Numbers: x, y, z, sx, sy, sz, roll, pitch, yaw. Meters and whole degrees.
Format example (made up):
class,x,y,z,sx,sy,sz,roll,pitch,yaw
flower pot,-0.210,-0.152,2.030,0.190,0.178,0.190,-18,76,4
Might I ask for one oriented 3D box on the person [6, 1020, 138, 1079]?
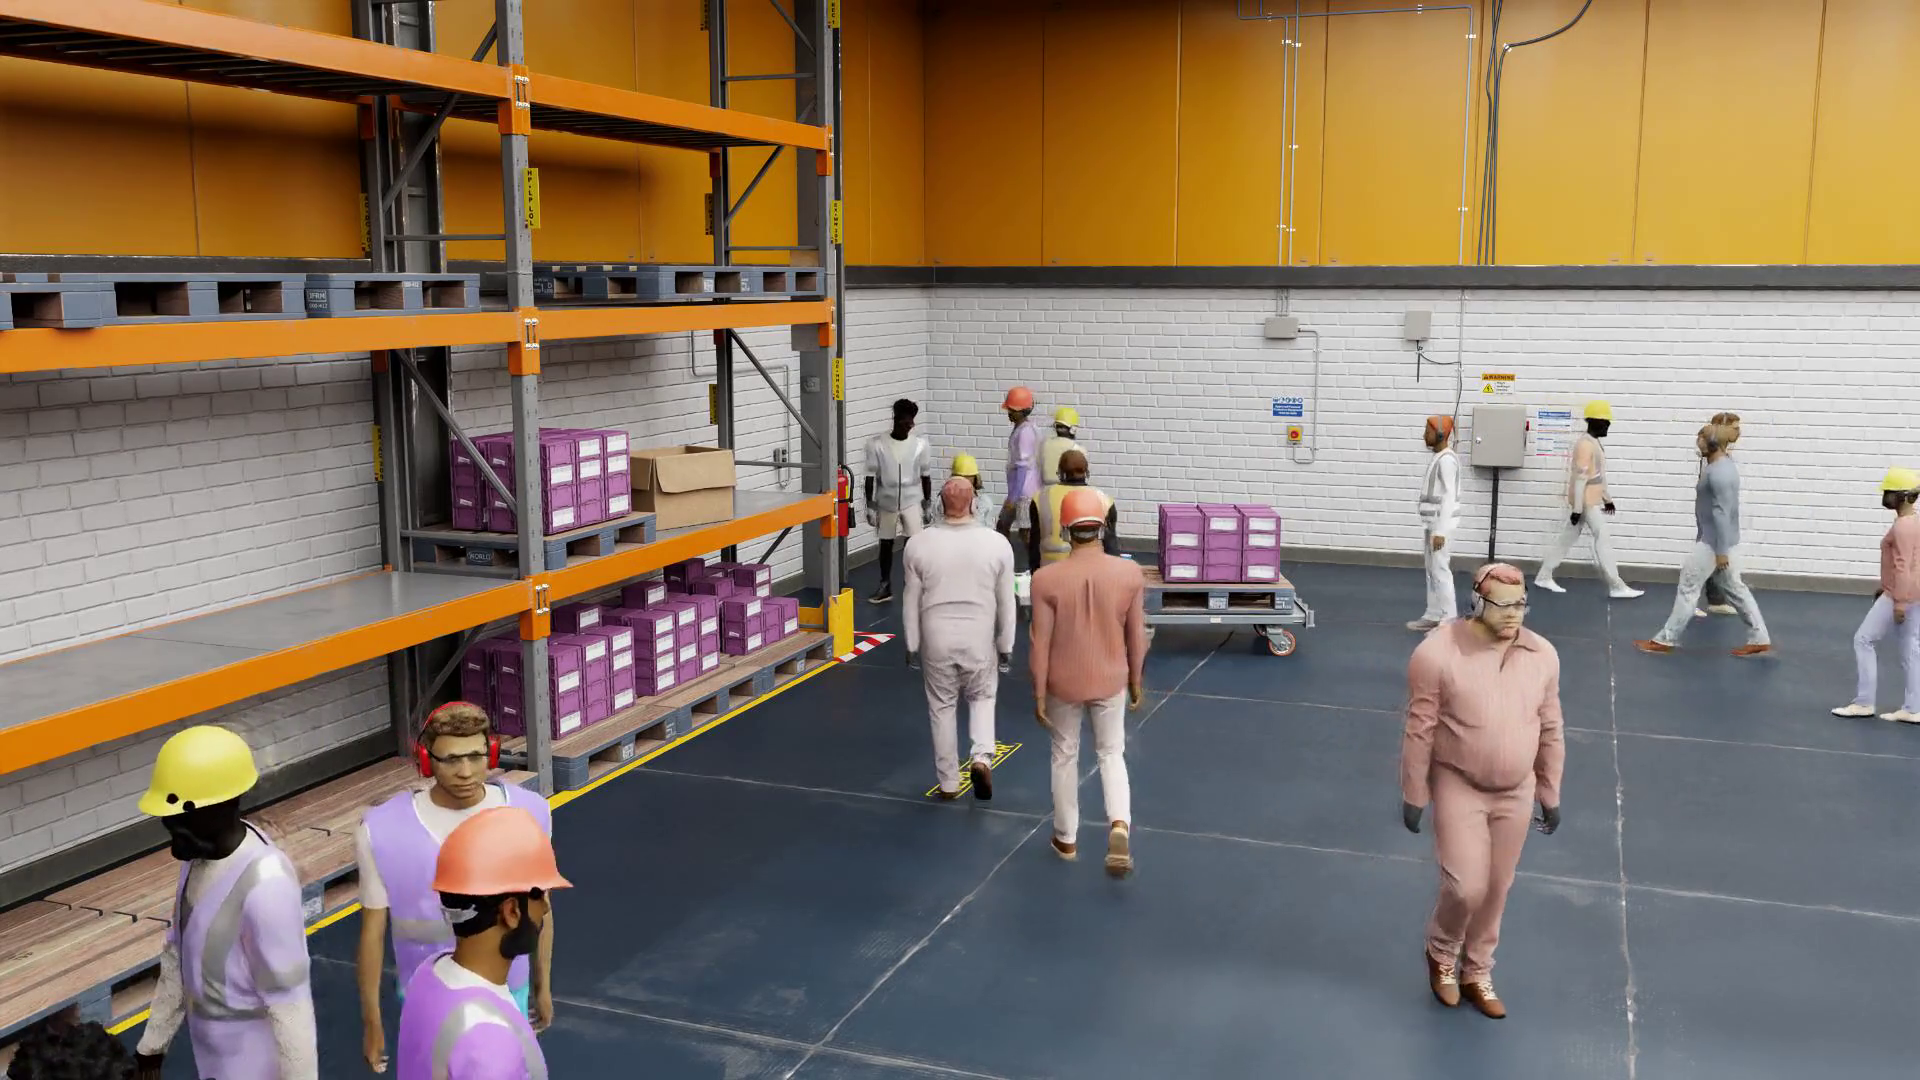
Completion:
class,x,y,z,sx,sy,sz,roll,pitch,yaw
person,-1.671,1.713,3.165,0.553,1.639,0.898,-3,9,-17

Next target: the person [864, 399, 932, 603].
class,x,y,z,sx,sy,sz,roll,pitch,yaw
person,-0.568,-0.330,15.185,0.628,1.924,0.695,-1,9,-7

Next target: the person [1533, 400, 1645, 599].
class,x,y,z,sx,sy,sz,roll,pitch,yaw
person,5.938,-0.390,15.686,0.993,1.878,0.588,4,10,22

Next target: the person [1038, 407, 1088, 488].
class,x,y,z,sx,sy,sz,roll,pitch,yaw
person,0.965,-0.364,15.795,0.591,1.804,0.829,5,11,31

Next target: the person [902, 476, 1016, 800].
class,x,y,z,sx,sy,sz,roll,pitch,yaw
person,-0.010,0.586,9.497,0.652,1.894,0.530,0,9,0

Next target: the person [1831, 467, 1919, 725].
class,x,y,z,sx,sy,sz,roll,pitch,yaw
person,6.274,0.375,11.286,0.659,1.743,0.530,9,12,43

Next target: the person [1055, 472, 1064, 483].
class,x,y,z,sx,sy,sz,roll,pitch,yaw
person,0.920,0.248,12.340,0.541,1.665,0.702,-4,10,-23

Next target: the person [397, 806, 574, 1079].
class,x,y,z,sx,sy,sz,roll,pitch,yaw
person,-0.946,1.517,3.636,0.773,1.901,0.550,-6,11,-34

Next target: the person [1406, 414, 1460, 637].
class,x,y,z,sx,sy,sz,roll,pitch,yaw
person,4.012,-0.121,13.984,0.349,1.887,0.585,1,9,7

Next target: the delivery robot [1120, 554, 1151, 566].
class,x,y,z,sx,sy,sz,roll,pitch,yaw
delivery robot,1.469,0.369,14.754,0.707,0.478,0.477,-5,10,-29

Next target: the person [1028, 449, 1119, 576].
class,x,y,z,sx,sy,sz,roll,pitch,yaw
person,0.798,0.271,11.701,0.645,1.823,0.523,1,9,6

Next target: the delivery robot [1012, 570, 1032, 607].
class,x,y,z,sx,sy,sz,roll,pitch,yaw
delivery robot,0.755,0.398,14.571,0.707,0.478,0.477,-3,9,-16

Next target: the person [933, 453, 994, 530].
class,x,y,z,sx,sy,sz,roll,pitch,yaw
person,0.012,0.193,12.500,0.490,1.726,0.636,-3,10,-20

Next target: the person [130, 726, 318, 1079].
class,x,y,z,sx,sy,sz,roll,pitch,yaw
person,-1.957,1.392,4.536,1.045,1.866,0.594,-6,11,-32

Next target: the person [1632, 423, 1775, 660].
class,x,y,z,sx,sy,sz,roll,pitch,yaw
person,5.967,0.015,13.129,1.033,1.890,0.653,5,10,26

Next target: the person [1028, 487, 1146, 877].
class,x,y,z,sx,sy,sz,roll,pitch,yaw
person,0.651,0.721,8.401,0.625,1.976,0.783,-1,9,-6

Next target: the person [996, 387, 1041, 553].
class,x,y,z,sx,sy,sz,roll,pitch,yaw
person,0.445,-0.465,15.834,0.838,1.983,0.650,-1,9,-4

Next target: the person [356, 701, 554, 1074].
class,x,y,z,sx,sy,sz,roll,pitch,yaw
person,-1.529,1.339,5.030,0.587,1.816,0.802,-5,10,-27

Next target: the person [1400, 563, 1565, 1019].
class,x,y,z,sx,sy,sz,roll,pitch,yaw
person,2.142,1.023,6.747,0.667,1.889,0.443,-2,9,-12

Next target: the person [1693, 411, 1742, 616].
class,x,y,z,sx,sy,sz,roll,pitch,yaw
person,6.724,-0.224,14.808,0.462,1.854,0.513,5,10,28
